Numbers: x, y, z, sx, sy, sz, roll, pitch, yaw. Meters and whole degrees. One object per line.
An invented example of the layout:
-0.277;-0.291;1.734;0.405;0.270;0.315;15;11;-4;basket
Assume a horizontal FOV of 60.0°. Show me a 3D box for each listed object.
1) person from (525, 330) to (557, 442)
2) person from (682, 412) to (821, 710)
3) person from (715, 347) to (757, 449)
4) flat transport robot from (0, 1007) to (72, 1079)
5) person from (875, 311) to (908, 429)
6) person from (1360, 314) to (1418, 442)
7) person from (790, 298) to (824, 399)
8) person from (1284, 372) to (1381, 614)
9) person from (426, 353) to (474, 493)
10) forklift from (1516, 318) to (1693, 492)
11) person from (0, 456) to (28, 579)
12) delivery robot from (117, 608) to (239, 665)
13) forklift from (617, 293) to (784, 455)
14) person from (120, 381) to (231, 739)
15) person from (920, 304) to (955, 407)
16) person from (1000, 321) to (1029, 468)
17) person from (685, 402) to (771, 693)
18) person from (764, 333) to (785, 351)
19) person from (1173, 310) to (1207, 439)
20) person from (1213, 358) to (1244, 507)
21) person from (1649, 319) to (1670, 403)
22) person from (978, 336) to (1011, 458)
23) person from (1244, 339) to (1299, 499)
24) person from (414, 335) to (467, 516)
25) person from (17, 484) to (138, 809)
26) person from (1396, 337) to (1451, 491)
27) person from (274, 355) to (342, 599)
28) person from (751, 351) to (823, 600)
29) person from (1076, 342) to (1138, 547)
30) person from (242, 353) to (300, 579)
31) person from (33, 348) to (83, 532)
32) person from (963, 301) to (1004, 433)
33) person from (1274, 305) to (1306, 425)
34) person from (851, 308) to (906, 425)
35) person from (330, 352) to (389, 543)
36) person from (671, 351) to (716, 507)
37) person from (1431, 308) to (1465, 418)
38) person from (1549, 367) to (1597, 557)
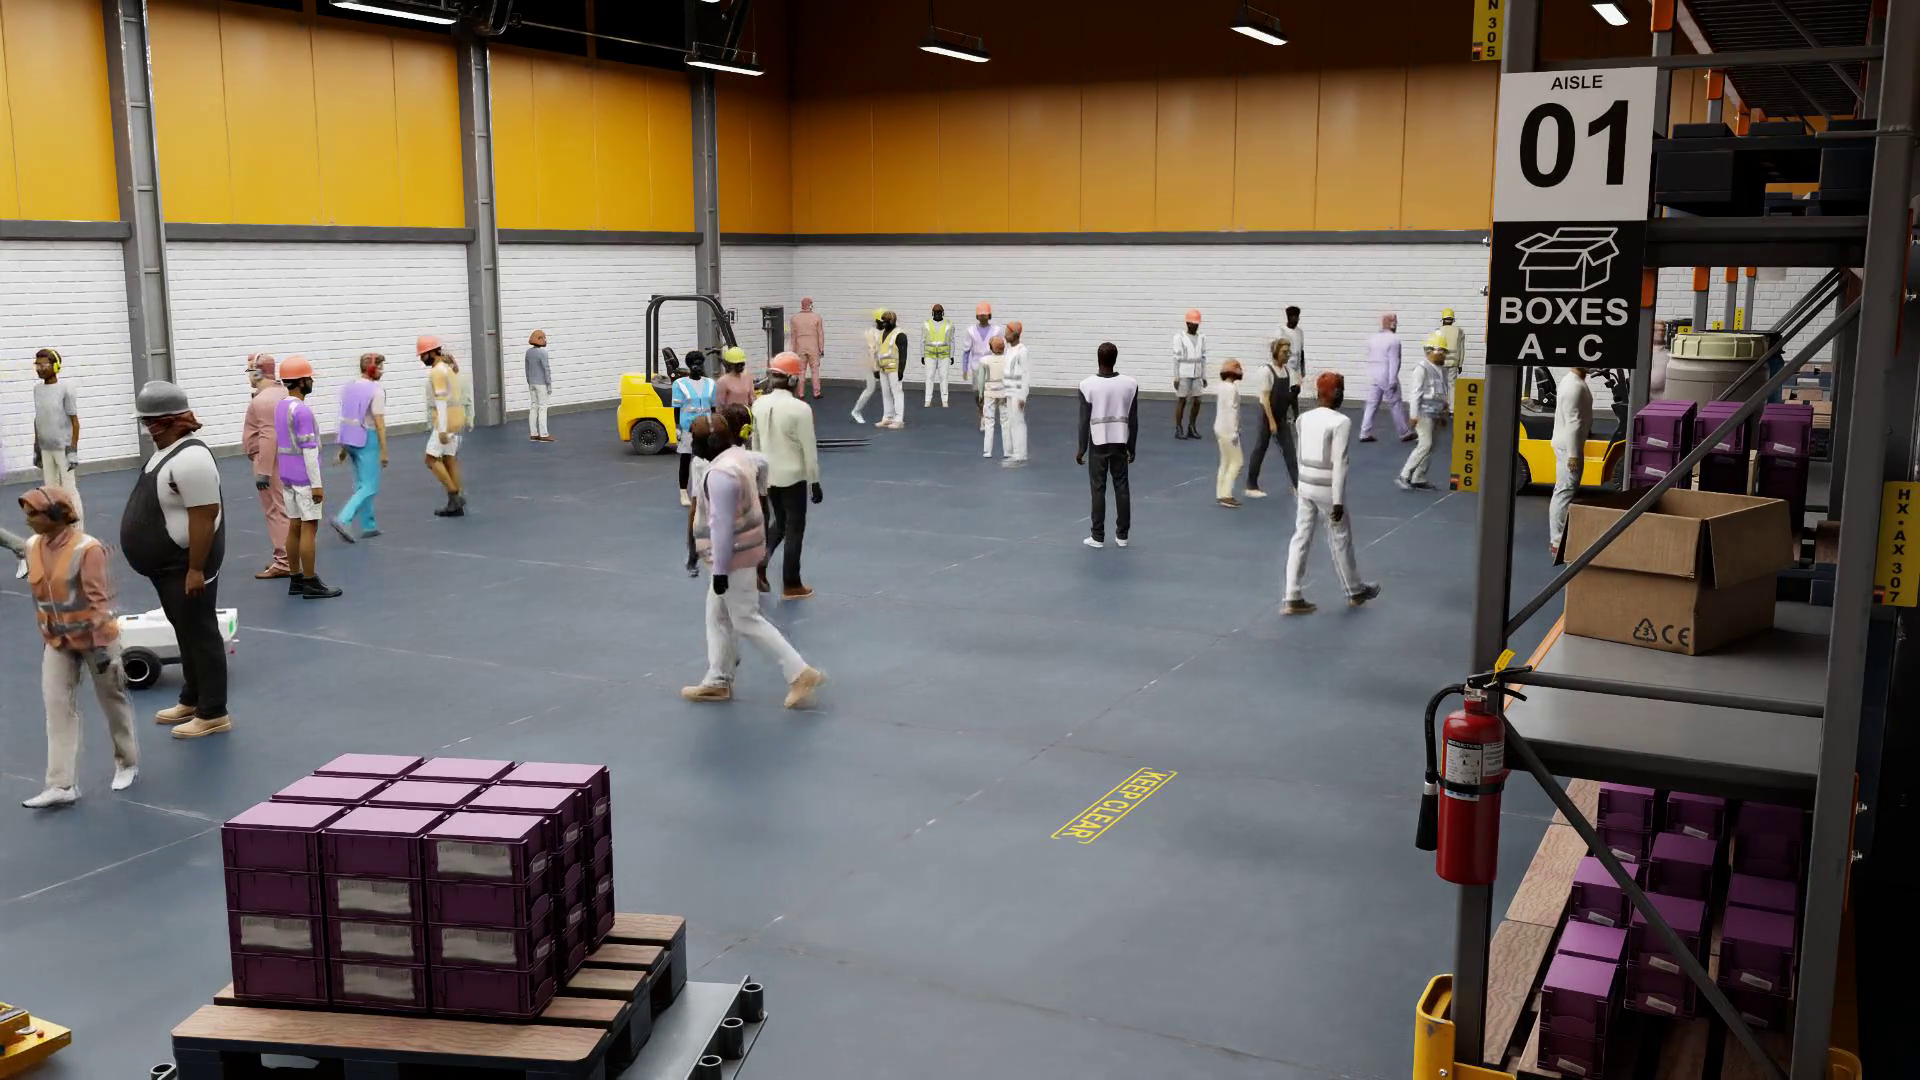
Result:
-6.131;-2.247;24.259;0.509;1.632;0.269;8;13;39;person
-1.278;0.124;10.075;0.833;1.808;0.657;0;10;0;person
-2.494;-1.311;18.646;0.938;1.701;0.524;6;12;32;person
-3.660;1.724;5.212;0.652;0.197;1.431;5;11;28;flat transport robot
-1.095;-2.668;26.105;0.429;1.839;0.634;-8;12;-38;person
6.249;-2.344;24.169;0.912;1.859;0.669;-4;11;-23;person
-2.864;-3.605;31.356;0.640;1.902;0.407;1;10;8;person
2.850;-0.364;12.760;0.963;1.835;0.604;-6;12;-32;person
-5.936;-1.380;19.330;0.510;1.600;0.799;-6;12;-32;person
7.066;-1.601;18.899;2.313;2.155;1.214;5;11;27;forklift
-8.013;-0.556;13.669;0.572;1.908;0.607;-5;11;-26;person
-5.030;0.586;10.706;0.707;0.478;0.477;-4;11;-20;delivery robot
-3.588;-2.317;23.042;2.313;2.155;1.214;-1;10;-5;forklift
-4.475;0.104;9.475;0.535;2.000;0.685;-7;12;-35;person
-0.401;-3.277;29.630;0.622;1.843;0.429;0;10;0;person
0.711;-1.874;21.380;0.337;1.882;0.584;-3;10;-16;person
-1.478;0.039;10.539;0.524;1.817;0.908;2;10;9;person
-2.662;-2.295;24.289;0.934;1.717;0.537;1;10;5;person
3.397;-2.423;24.500;0.565;1.912;0.482;-4;11;-24;person
2.930;-1.162;18.026;0.340;1.617;0.534;-1;10;-4;person
8.987;-1.903;21.539;0.648;1.888;0.589;0;10;2;person
0.497;-1.908;22.281;0.523;1.639;0.306;-1;10;-3;person
3.538;-1.318;18.418;0.522;1.793;0.958;-9;13;-41;person
-5.411;-1.180;17.320;0.488;1.895;0.588;-1;10;-4;person
-4.435;0.525;8.287;0.567;1.595;0.760;2;10;12;person
5.398;-1.440;19.193;0.434;1.782;0.699;9;13;42;person
-5.225;-0.499;13.252;0.351;1.942;0.545;-9;14;-44;person
-1.379;-0.494;13.110;0.626;1.979;0.460;8;13;40;person
1.381;-0.884;15.542;0.587;1.920;0.391;-2;10;-13;person
-5.855;-0.627;14.101;0.403;1.904;0.651;-1;10;-7;person
-8.377;-0.828;15.391;0.539;1.872;0.385;3;10;18;person
0.369;-2.690;25.750;0.619;2.013;0.931;1;10;7;person
5.307;-2.774;26.474;0.679;1.921;0.661;-8;13;-40;person
-1.343;-2.787;26.680;0.937;1.891;0.584;8;12;38;person
-5.763;-0.869;15.810;0.614;1.811;0.719;6;11;31;person
-2.877;-1.213;18.093;0.535;1.697;0.318;-7;12;-33;person
8.095;-2.943;27.716;0.593;1.833;0.404;0;10;-2;person
5.542;-0.808;15.047;0.378;1.940;0.629;3;10;19;person
